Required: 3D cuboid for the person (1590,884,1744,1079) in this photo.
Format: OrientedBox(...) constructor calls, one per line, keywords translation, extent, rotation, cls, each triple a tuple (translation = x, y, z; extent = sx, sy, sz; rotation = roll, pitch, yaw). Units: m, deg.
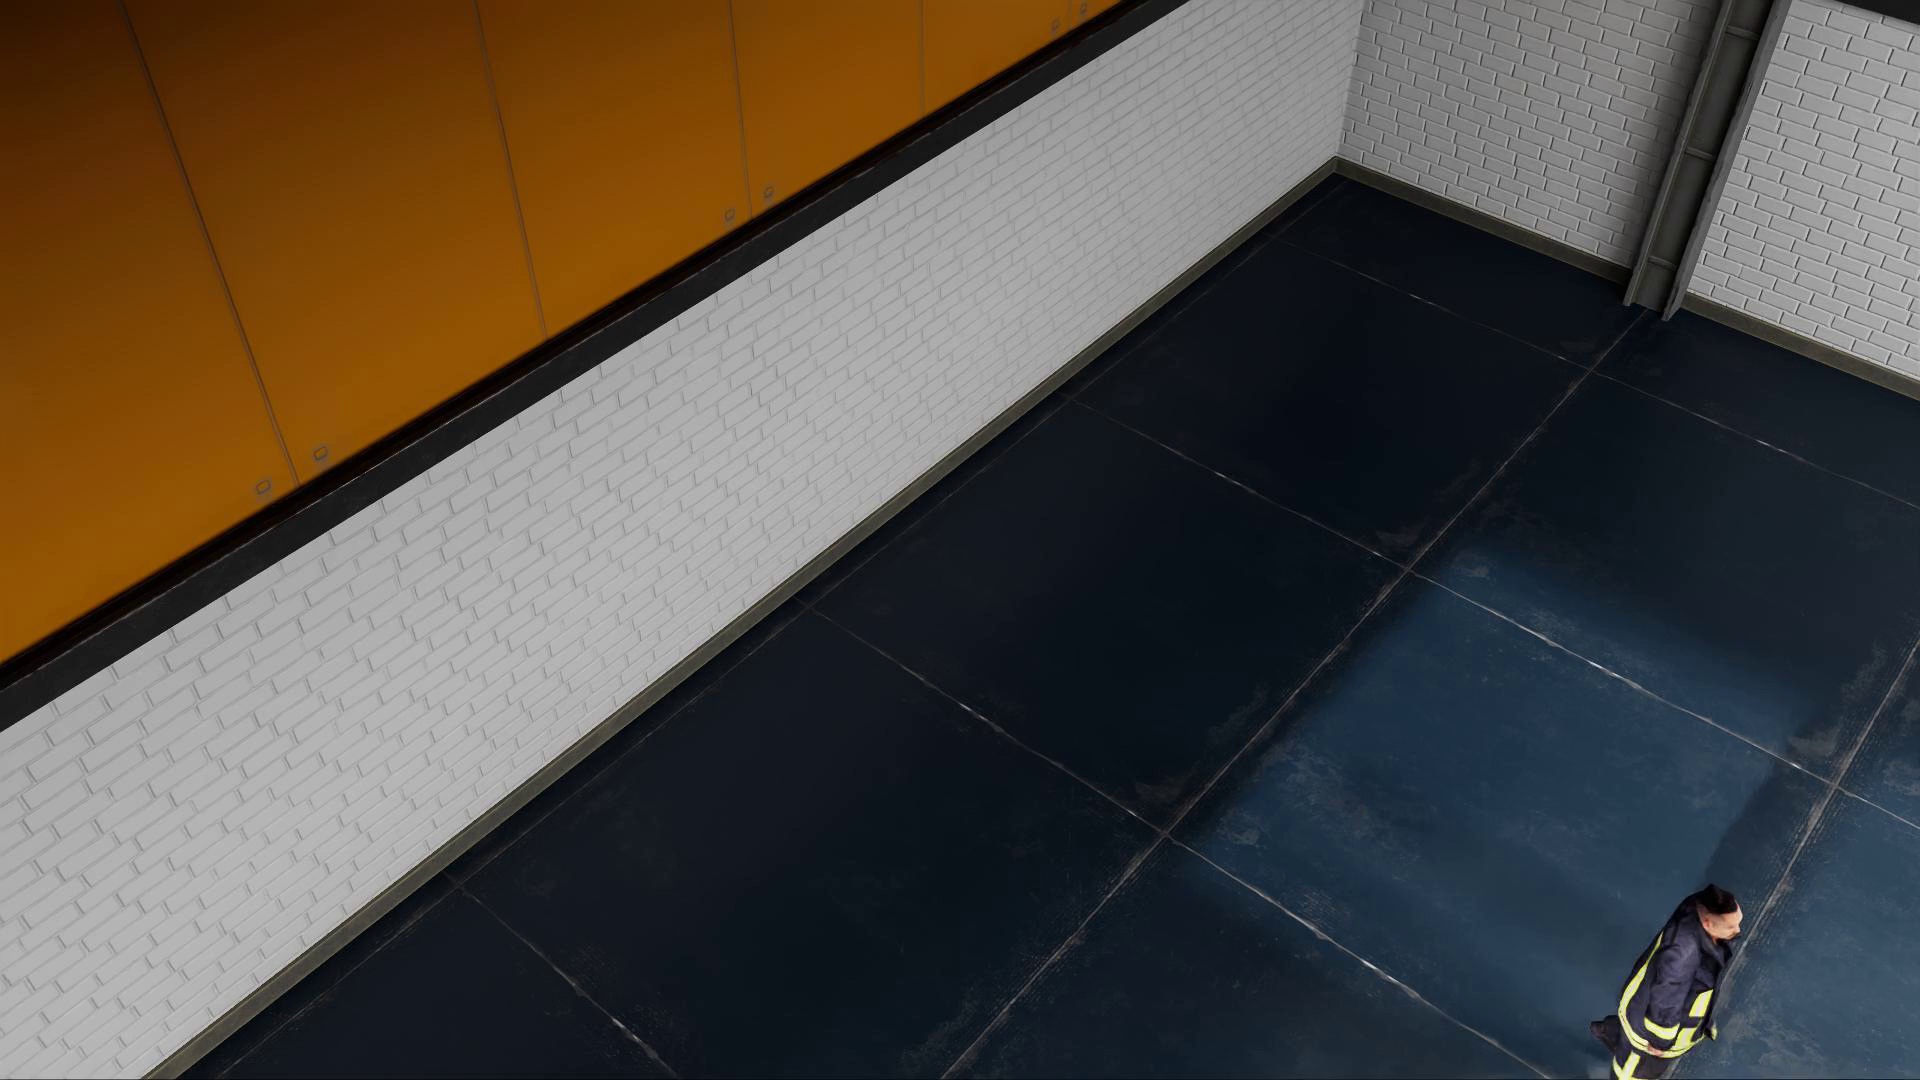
OrientedBox(translation=(3.502, 2.228, 8.333), extent=(0.748, 1.855, 0.750), rotation=(30, 51, 27), cls="person")
